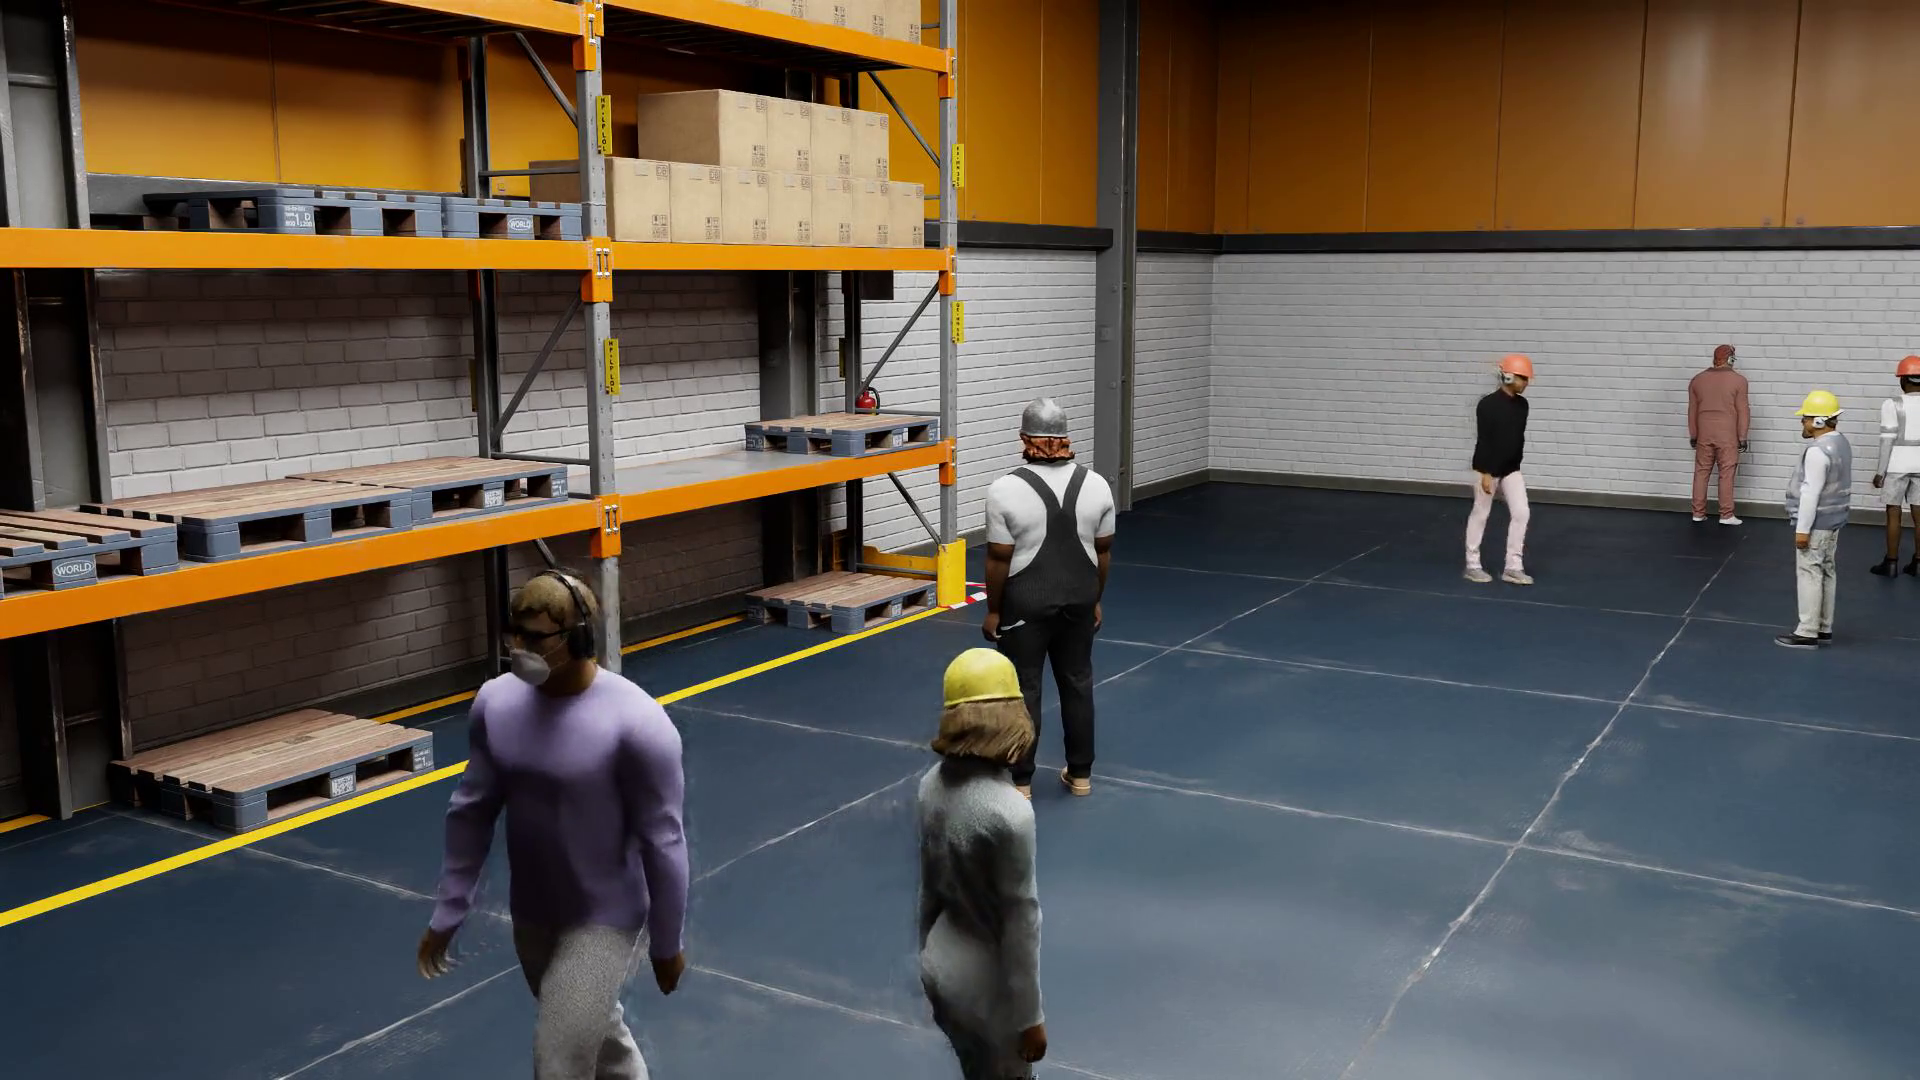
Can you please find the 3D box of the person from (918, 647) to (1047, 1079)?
[{"bbox_3d":[-0.005,1.129,4.205,0.590,1.700,0.497,-4,10,-23],"label":"person"}]

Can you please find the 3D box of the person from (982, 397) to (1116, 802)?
[{"bbox_3d":[0.404,0.294,8.383,0.677,2.000,0.536,-3,10,-20],"label":"person"}]

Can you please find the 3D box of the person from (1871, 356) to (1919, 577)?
[{"bbox_3d":[8.258,-0.638,14.533,0.551,1.932,0.378,0,9,-1],"label":"person"}]

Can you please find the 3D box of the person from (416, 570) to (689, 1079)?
[{"bbox_3d":[-1.071,1.021,4.309,0.651,1.891,1.006,6,11,33],"label":"person"}]

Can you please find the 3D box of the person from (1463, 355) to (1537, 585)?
[{"bbox_3d":[4.621,-0.580,14.083,0.642,1.952,0.794,-4,10,-24],"label":"person"}]

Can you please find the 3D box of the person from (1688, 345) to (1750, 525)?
[{"bbox_3d":[8.025,-1.108,17.575,0.407,1.902,0.639,-7,12,-39],"label":"person"}]

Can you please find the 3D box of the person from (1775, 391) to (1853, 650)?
[{"bbox_3d":[6.057,-0.141,11.776,0.403,1.826,0.599,9,12,43],"label":"person"}]
